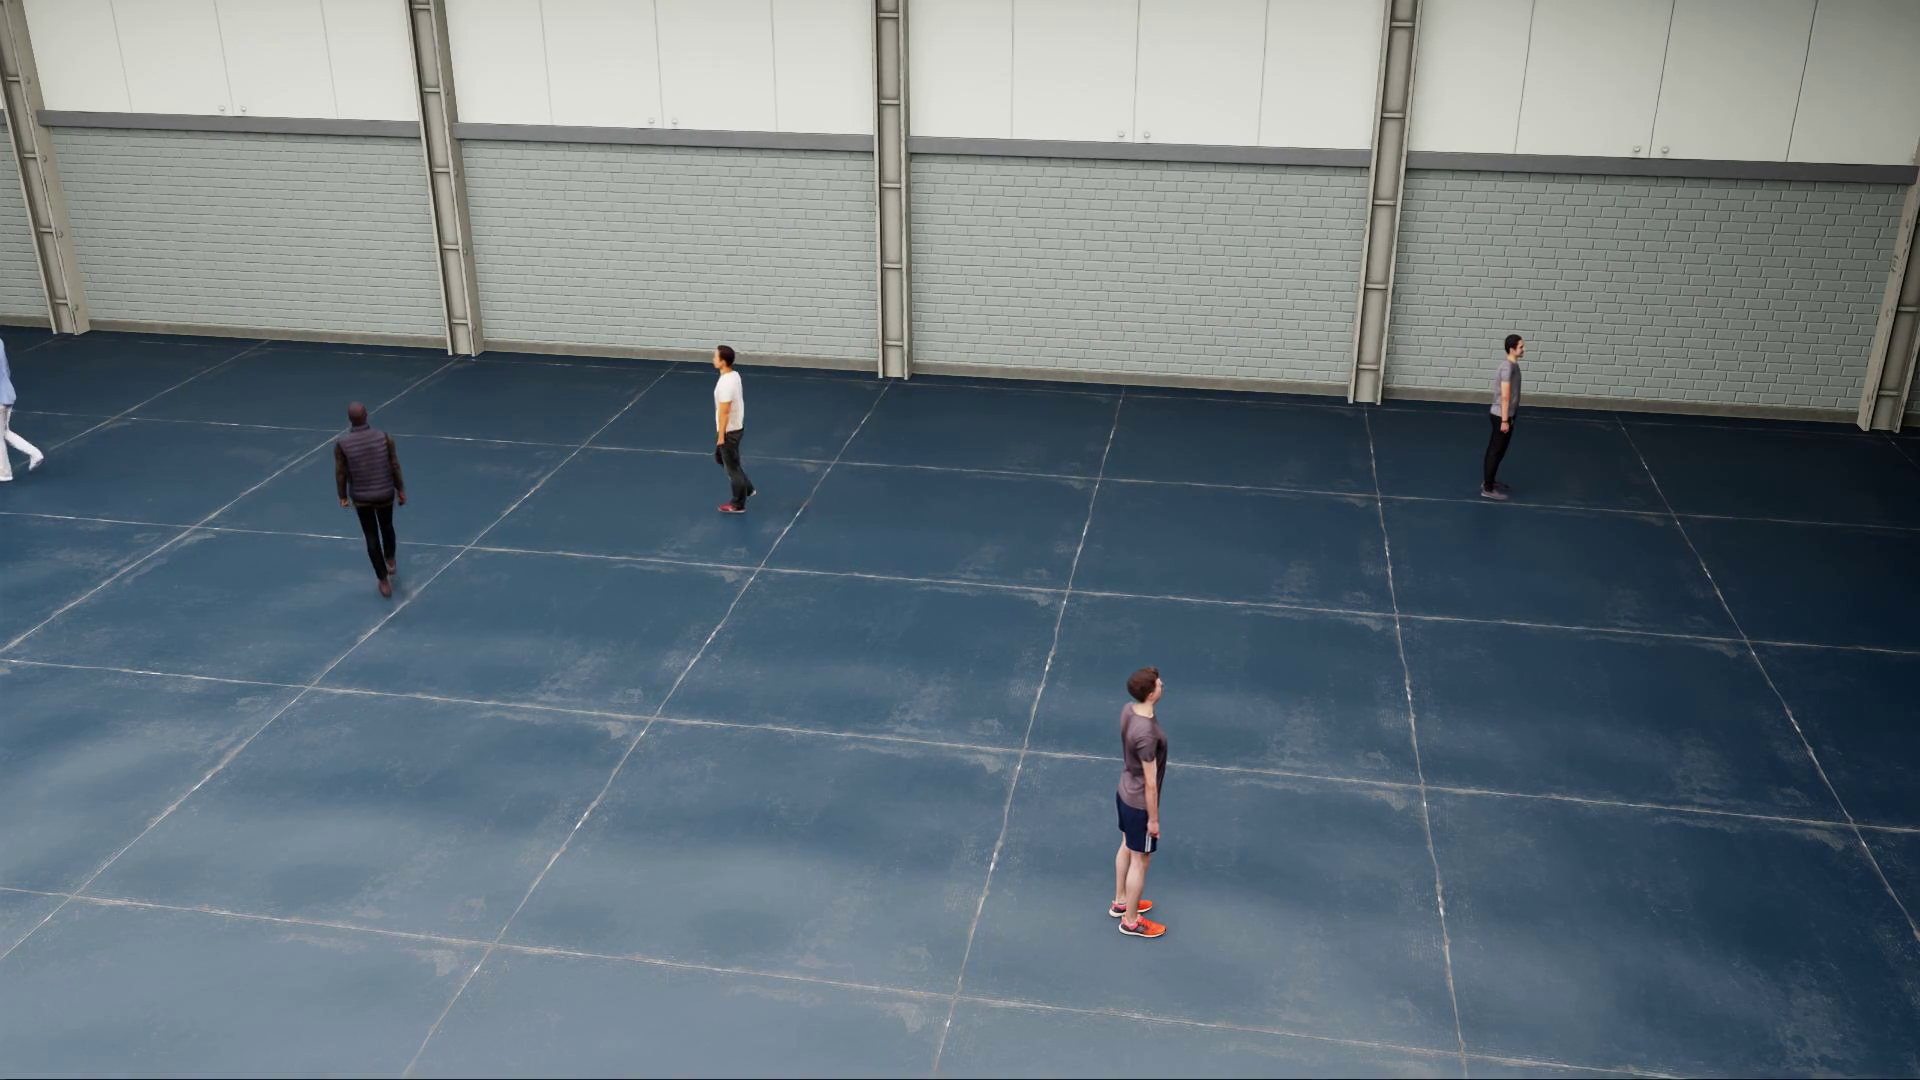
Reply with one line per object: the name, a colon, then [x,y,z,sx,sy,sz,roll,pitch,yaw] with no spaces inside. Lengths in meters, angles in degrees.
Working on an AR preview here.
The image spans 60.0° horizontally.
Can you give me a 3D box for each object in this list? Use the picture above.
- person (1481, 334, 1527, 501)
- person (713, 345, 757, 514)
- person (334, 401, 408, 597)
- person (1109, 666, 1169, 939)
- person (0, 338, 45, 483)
person: [5.746,-1.330,17.594,0.566,1.754,0.646,7,24,16]
person: [-2.278,-1.134,17.075,0.711,1.800,0.714,1,23,2]
person: [-5.369,-0.354,15.231,1.088,1.808,1.116,-11,25,-25]
person: [1.128,1.633,10.496,0.660,1.856,0.717,-4,23,-8]
person: [-10.310,-1.531,17.909,0.923,1.877,0.800,-2,23,-6]
